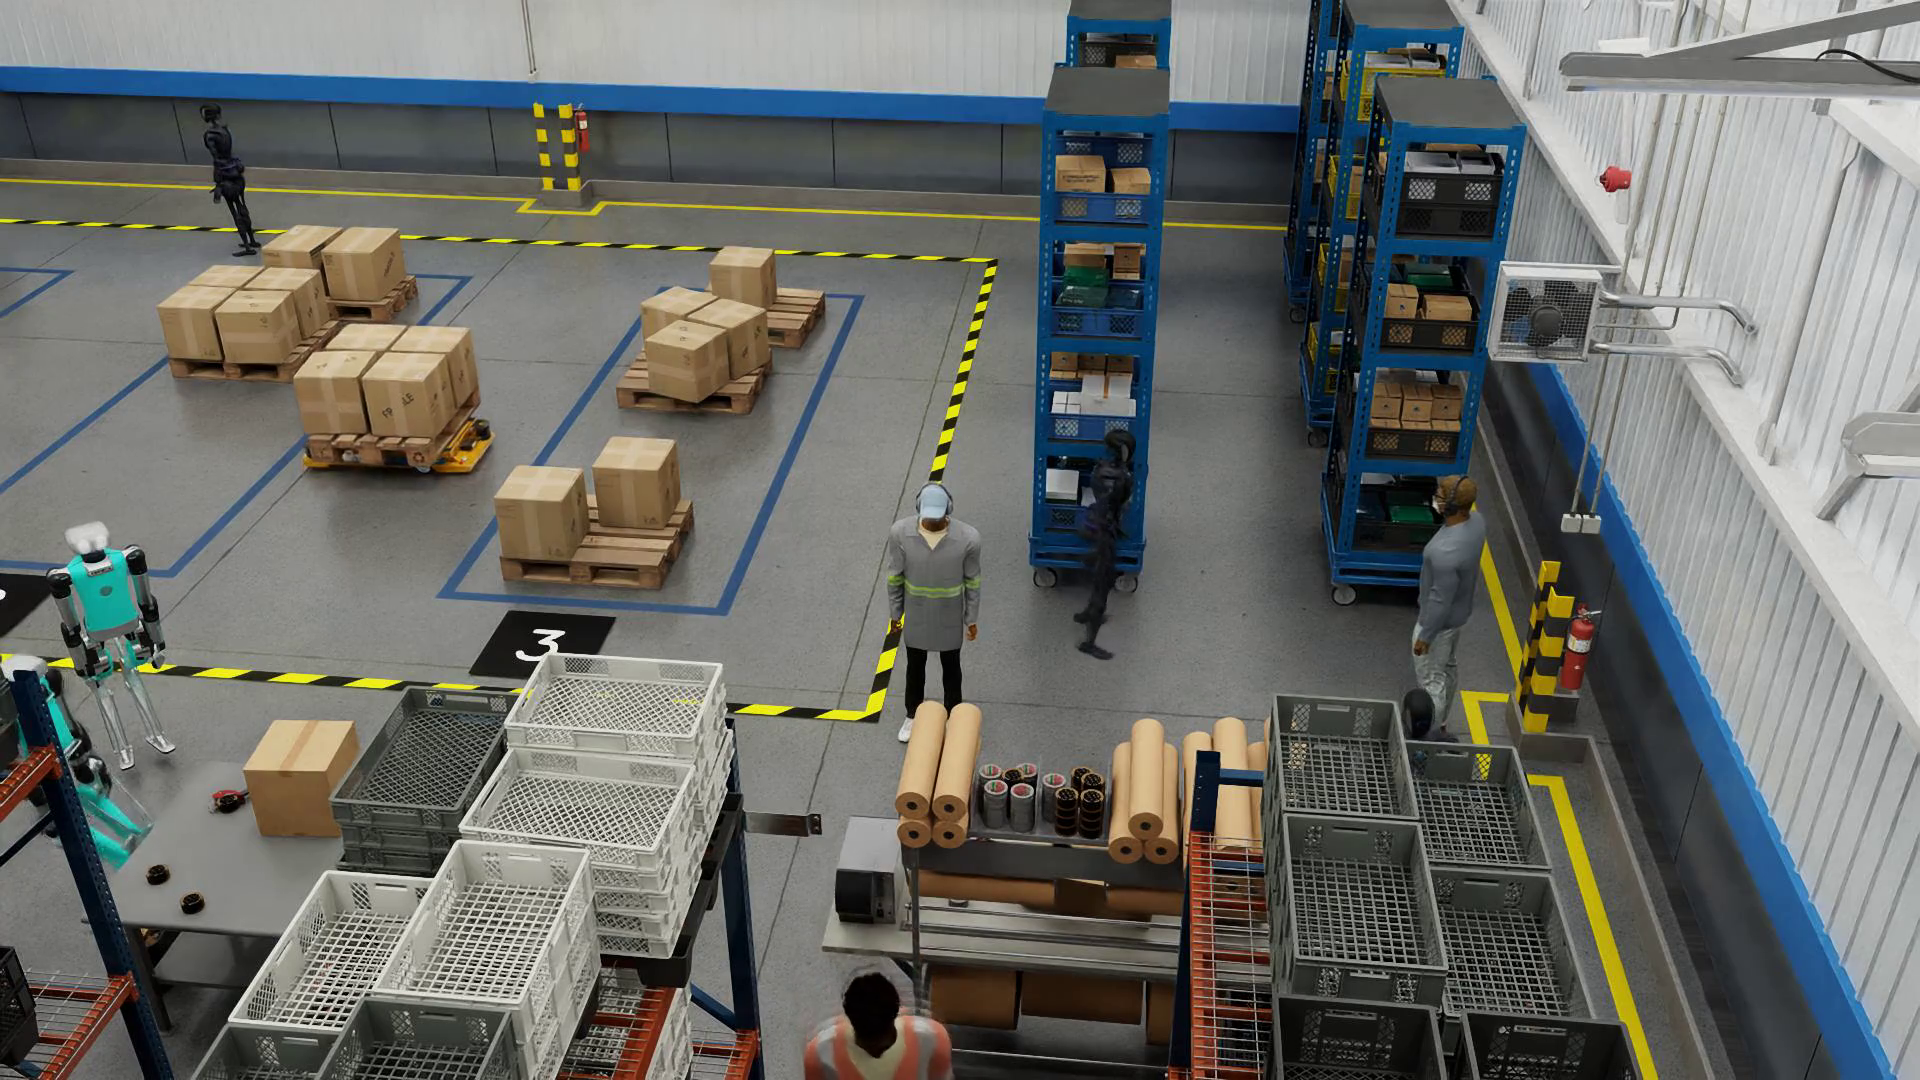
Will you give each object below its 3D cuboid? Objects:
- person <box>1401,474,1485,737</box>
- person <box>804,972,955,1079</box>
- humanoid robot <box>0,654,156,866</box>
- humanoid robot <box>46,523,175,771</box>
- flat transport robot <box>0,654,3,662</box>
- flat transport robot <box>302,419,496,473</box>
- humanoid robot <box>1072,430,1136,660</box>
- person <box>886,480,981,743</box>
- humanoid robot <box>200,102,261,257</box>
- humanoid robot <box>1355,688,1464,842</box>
[{"bbox_3d":[2.948,0.468,10.210,0.355,1.937,0.634,17,34,27],"label":"person"},{"bbox_3d":[-0.309,2.487,6.774,0.622,1.892,1.041,-1,30,-2],"label":"person"},{"bbox_3d":[-4.518,1.395,8.818,0.786,1.777,0.541,1,30,2],"label":"humanoid robot"},{"bbox_3d":[-5.159,0.578,10.089,0.533,1.676,0.735,-22,37,-33],"label":"humanoid robot"},{"bbox_3d":[-7.142,0.969,11.010,1.431,0.231,0.659,3,30,6],"label":"flat transport robot"},{"bbox_3d":[-4.741,-0.828,14.068,1.431,0.197,0.652,3,30,4],"label":"flat transport robot"},{"bbox_3d":[0.961,-0.020,11.303,0.397,1.633,0.609,7,31,11],"label":"humanoid robot"},{"bbox_3d":[-0.166,0.455,10.318,0.587,1.852,0.380,3,30,5],"label":"person"},{"bbox_3d":[-7.909,-3.903,17.962,0.315,1.657,0.599,-2,30,-4],"label":"humanoid robot"},{"bbox_3d":[2.350,1.441,8.808,0.589,1.644,0.472,-2,30,-3],"label":"humanoid robot"}]
